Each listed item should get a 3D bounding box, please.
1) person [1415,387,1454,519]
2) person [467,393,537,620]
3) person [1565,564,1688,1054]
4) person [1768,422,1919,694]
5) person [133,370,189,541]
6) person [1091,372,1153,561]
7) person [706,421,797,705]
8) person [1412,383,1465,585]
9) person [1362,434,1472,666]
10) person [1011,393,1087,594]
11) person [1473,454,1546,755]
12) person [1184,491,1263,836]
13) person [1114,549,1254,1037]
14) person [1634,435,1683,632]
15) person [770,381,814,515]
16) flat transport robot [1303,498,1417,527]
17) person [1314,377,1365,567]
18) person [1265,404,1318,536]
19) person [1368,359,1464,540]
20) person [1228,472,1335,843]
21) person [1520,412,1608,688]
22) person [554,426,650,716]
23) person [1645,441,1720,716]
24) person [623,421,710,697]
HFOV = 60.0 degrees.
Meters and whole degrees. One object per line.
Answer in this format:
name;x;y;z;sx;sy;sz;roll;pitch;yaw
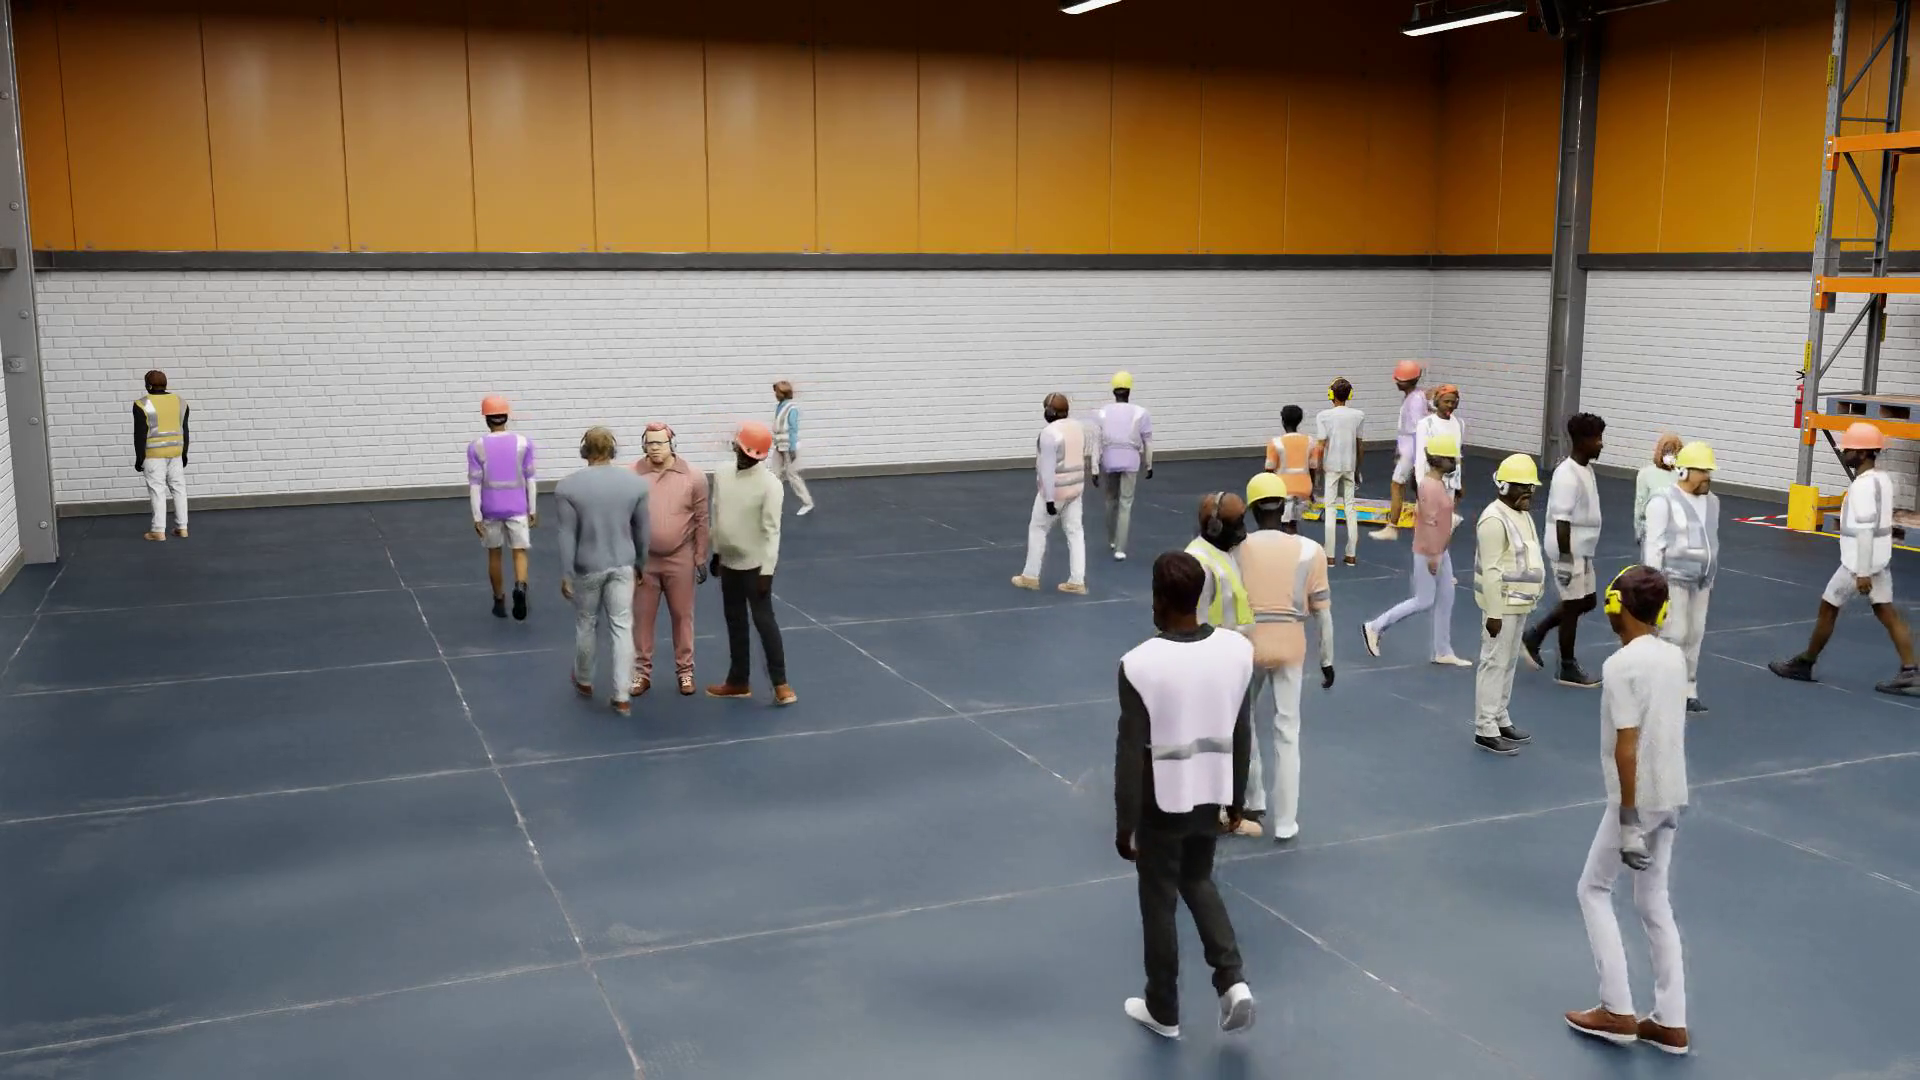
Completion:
person;5.290;-0.901;18.586;0.515;1.612;0.363;-2;10;-11
person;-3.789;-0.261;13.811;0.557;1.918;0.764;-3;10;-18
person;2.609;1.017;6.313;0.533;1.829;0.551;-6;11;-31
person;6.271;0.124;11.577;0.557;1.885;1.016;-9;13;-44
person;-8.651;-0.918;18.009;0.429;1.843;0.633;6;11;30
person;1.653;-0.762;16.954;0.603;1.877;0.970;3;10;15
person;-1.439;0.155;11.223;0.711;1.945;0.384;8;13;42
person;4.429;-0.503;15.362;0.576;1.883;0.354;-6;11;-32
person;3.415;0.077;12.302;0.705;1.744;0.527;5;11;28
person;0.827;-0.430;15.139;0.833;1.809;0.623;9;13;44
person;3.354;0.381;10.166;0.404;1.828;0.603;6;11;33
person;1.240;0.642;8.639;0.632;1.825;0.621;4;10;25
person;0.843;0.983;6.277;0.608;1.908;0.518;-5;11;-28
person;5.704;-0.041;13.416;0.513;1.592;0.820;4;10;21
person;-2.051;-1.074;19.634;0.689;1.618;0.530;-6;11;-32
flat transport robot;4.662;-0.338;19.238;1.431;0.197;0.652;6;11;32
person;3.722;-0.668;16.404;0.521;1.873;0.335;-1;9;-9
person;3.158;-0.448;15.728;0.535;1.664;0.770;-3;10;-15
person;4.911;-0.947;17.756;0.917;1.989;0.657;3;10;16
person;1.604;0.597;8.703;0.729;1.875;0.681;1;9;5
person;4.276;0.064;11.719;0.558;1.952;0.634;6;11;31
person;-2.412;0.180;11.188;0.646;1.894;0.919;-4;10;-24
person;4.763;0.247;11.000;0.610;1.821;0.489;-4;10;-25
person;-2.048;0.132;11.451;0.643;1.908;0.399;-1;9;-4
